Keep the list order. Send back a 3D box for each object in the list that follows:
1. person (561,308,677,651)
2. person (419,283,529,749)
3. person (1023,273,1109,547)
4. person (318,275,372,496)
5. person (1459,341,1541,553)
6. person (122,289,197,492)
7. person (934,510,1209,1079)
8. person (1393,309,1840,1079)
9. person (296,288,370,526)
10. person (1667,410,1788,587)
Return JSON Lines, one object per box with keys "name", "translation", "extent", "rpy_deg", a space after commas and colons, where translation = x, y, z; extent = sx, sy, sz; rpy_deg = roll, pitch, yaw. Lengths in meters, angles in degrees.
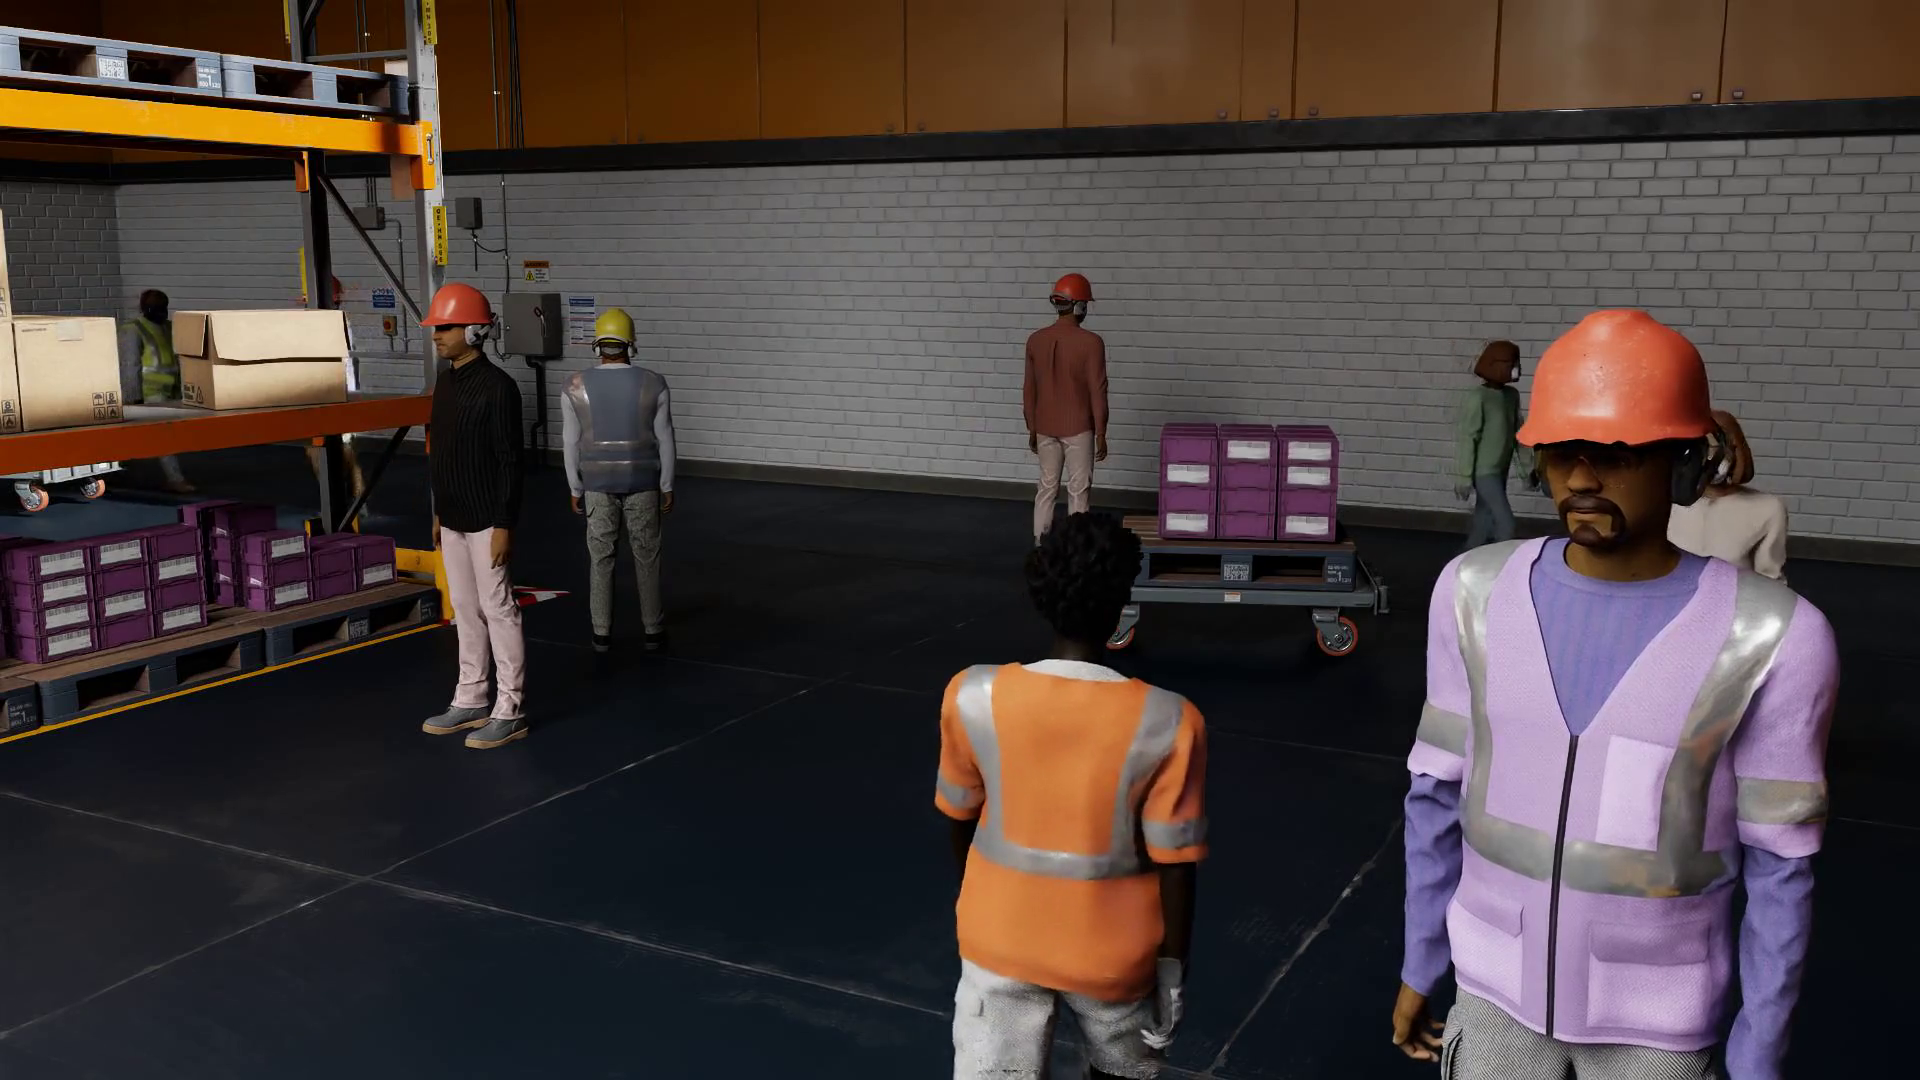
{"name": "person", "translation": [-1.807, -0.313, 8.887], "extent": [0.590, 1.833, 0.404], "rpy_deg": [-1, 10, -7]}
{"name": "person", "translation": [-2.110, -0.104, 7.207], "extent": [0.608, 1.995, 0.376], "rpy_deg": [9, 13, 42]}
{"name": "person", "translation": [0.704, -0.722, 10.786], "extent": [0.623, 1.992, 0.396], "rpy_deg": [8, 12, 38]}
{"name": "person", "translation": [-5.481, -1.348, 14.567], "extent": [0.545, 1.942, 0.349], "rpy_deg": [3, 10, 17]}
{"name": "person", "translation": [3.239, -0.360, 9.814], "extent": [0.658, 1.609, 0.505], "rpy_deg": [8, 13, 40]}
{"name": "person", "translation": [-7.214, -1.330, 14.851], "extent": [0.731, 1.814, 0.625], "rpy_deg": [2, 10, 13]}
{"name": "person", "translation": [0.198, 0.789, 3.147], "extent": [0.533, 1.612, 0.848], "rpy_deg": [2, 10, 12]}
{"name": "person", "translation": [0.945, 0.681, 2.524], "extent": [0.605, 2.045, 0.377], "rpy_deg": [8, 12, 37]}
{"name": "person", "translation": [-4.994, -1.069, 13.041], "extent": [0.671, 1.913, 0.554], "rpy_deg": [-4, 11, -21]}
{"name": "person", "translation": [2.468, 0.371, 5.553], "extent": [0.506, 1.623, 0.356], "rpy_deg": [3, 10, 19]}
